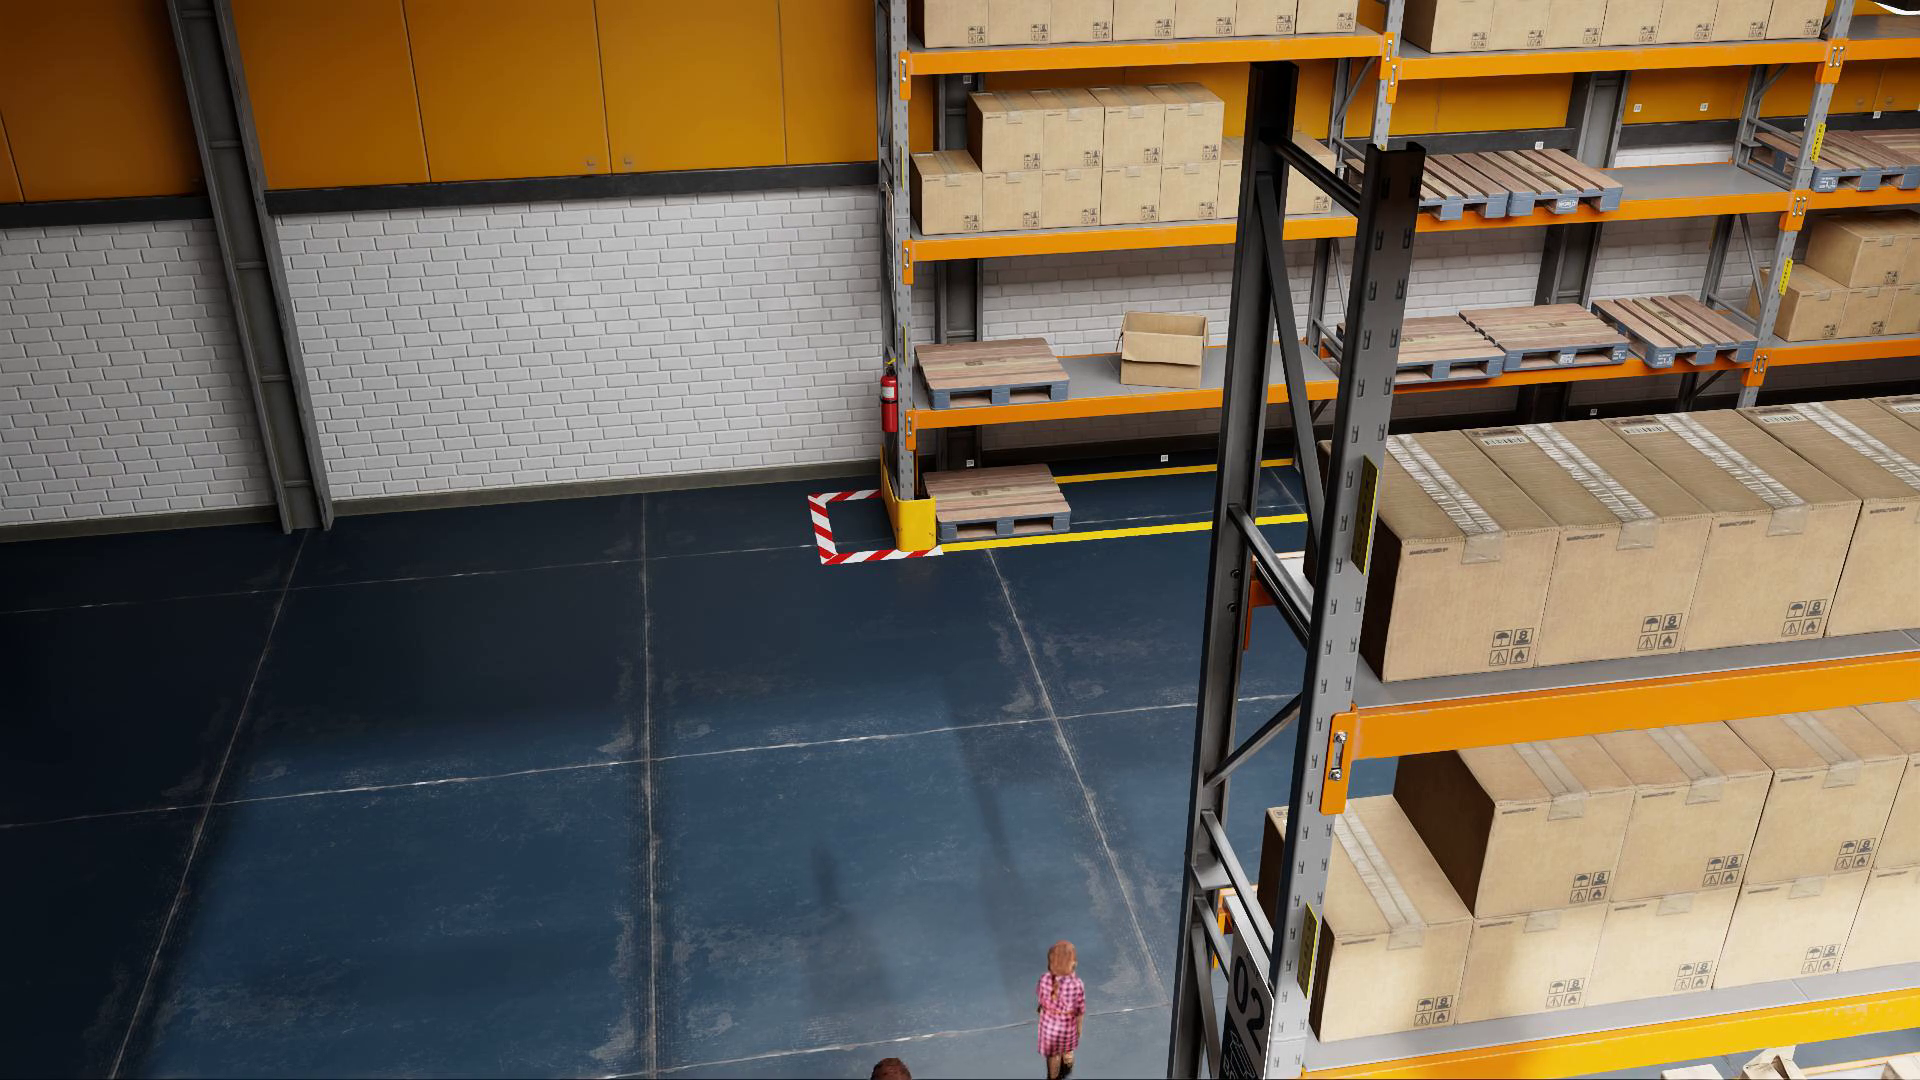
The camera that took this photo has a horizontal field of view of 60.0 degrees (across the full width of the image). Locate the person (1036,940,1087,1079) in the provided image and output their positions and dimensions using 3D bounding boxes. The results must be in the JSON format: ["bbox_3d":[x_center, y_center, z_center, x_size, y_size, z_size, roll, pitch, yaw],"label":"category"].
[{"bbox_3d":[0.528,2.620,9.004,0.522,1.013,0.561,4,29,7],"label":"person"}]
